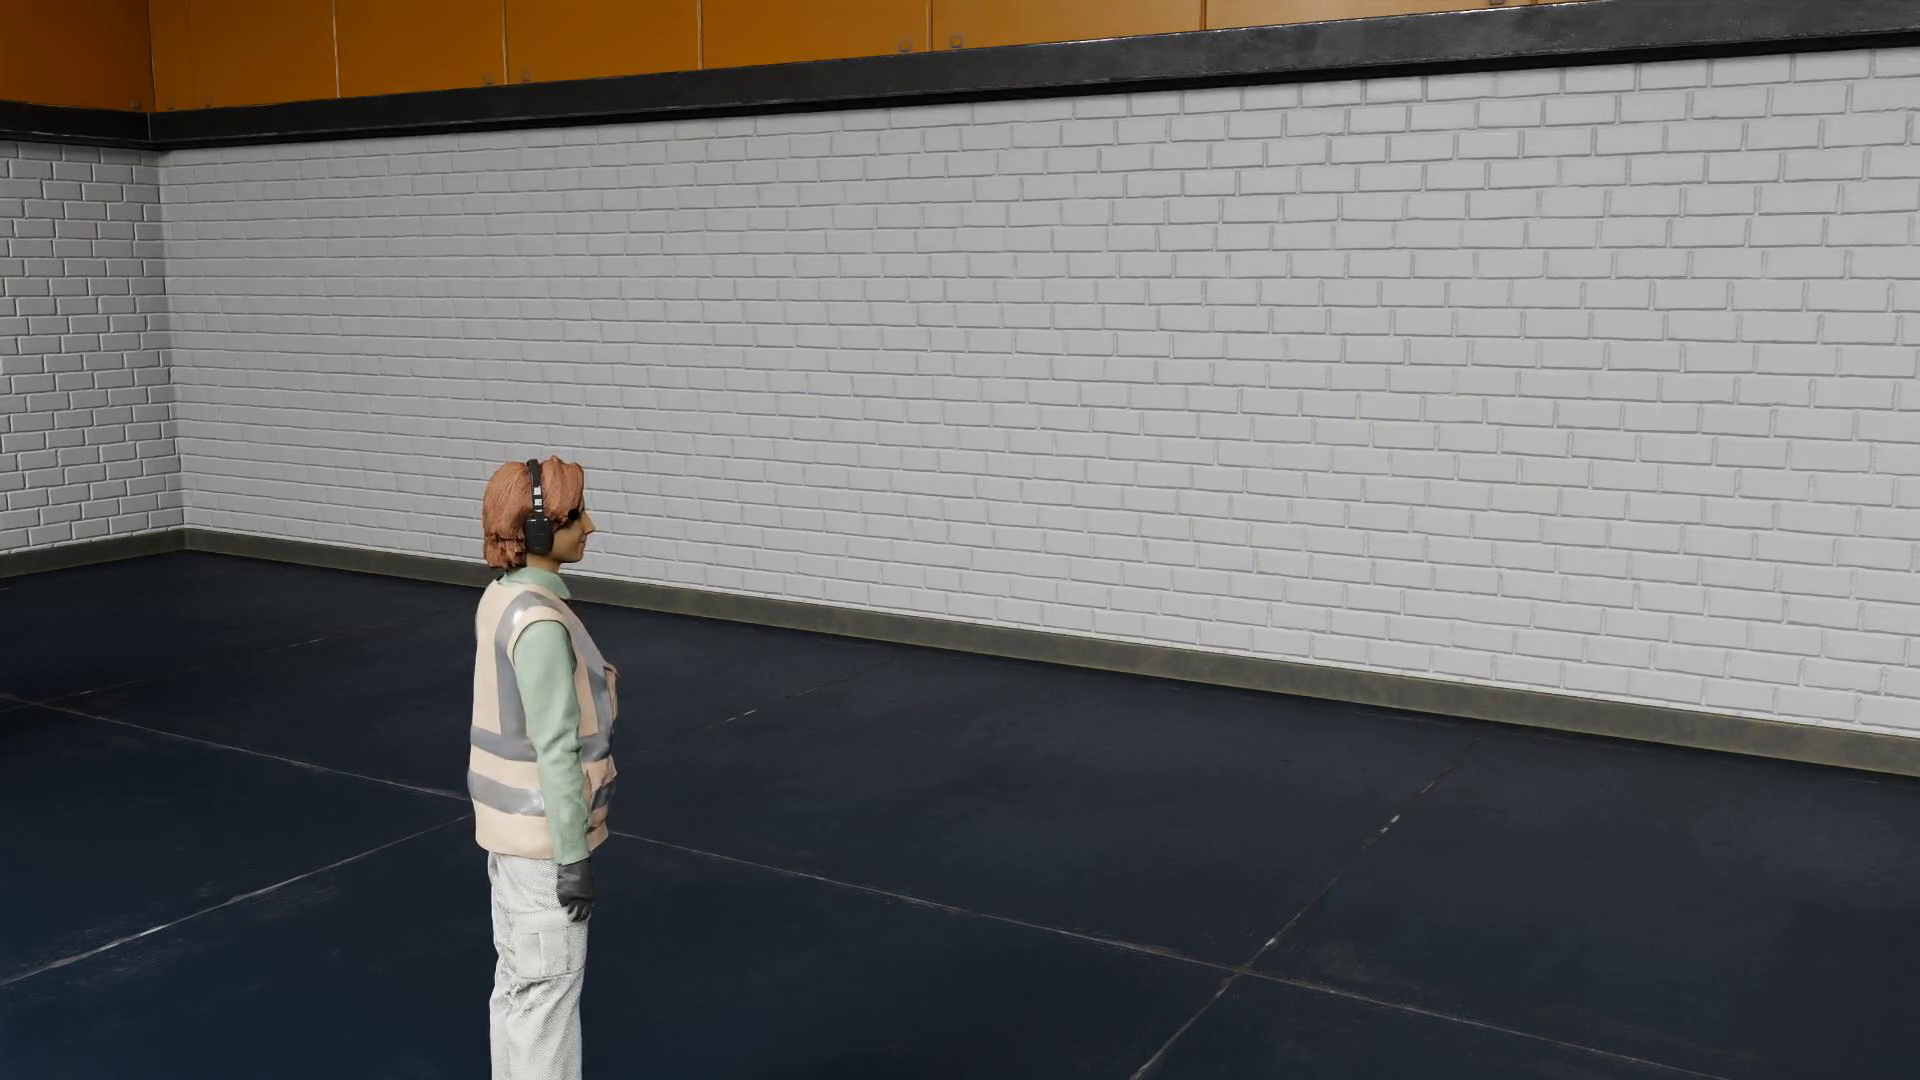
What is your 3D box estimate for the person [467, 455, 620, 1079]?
[{"bbox_3d":[-0.890,0.640,3.574,0.309,1.641,0.513,-4,10,-25],"label":"person"}]
